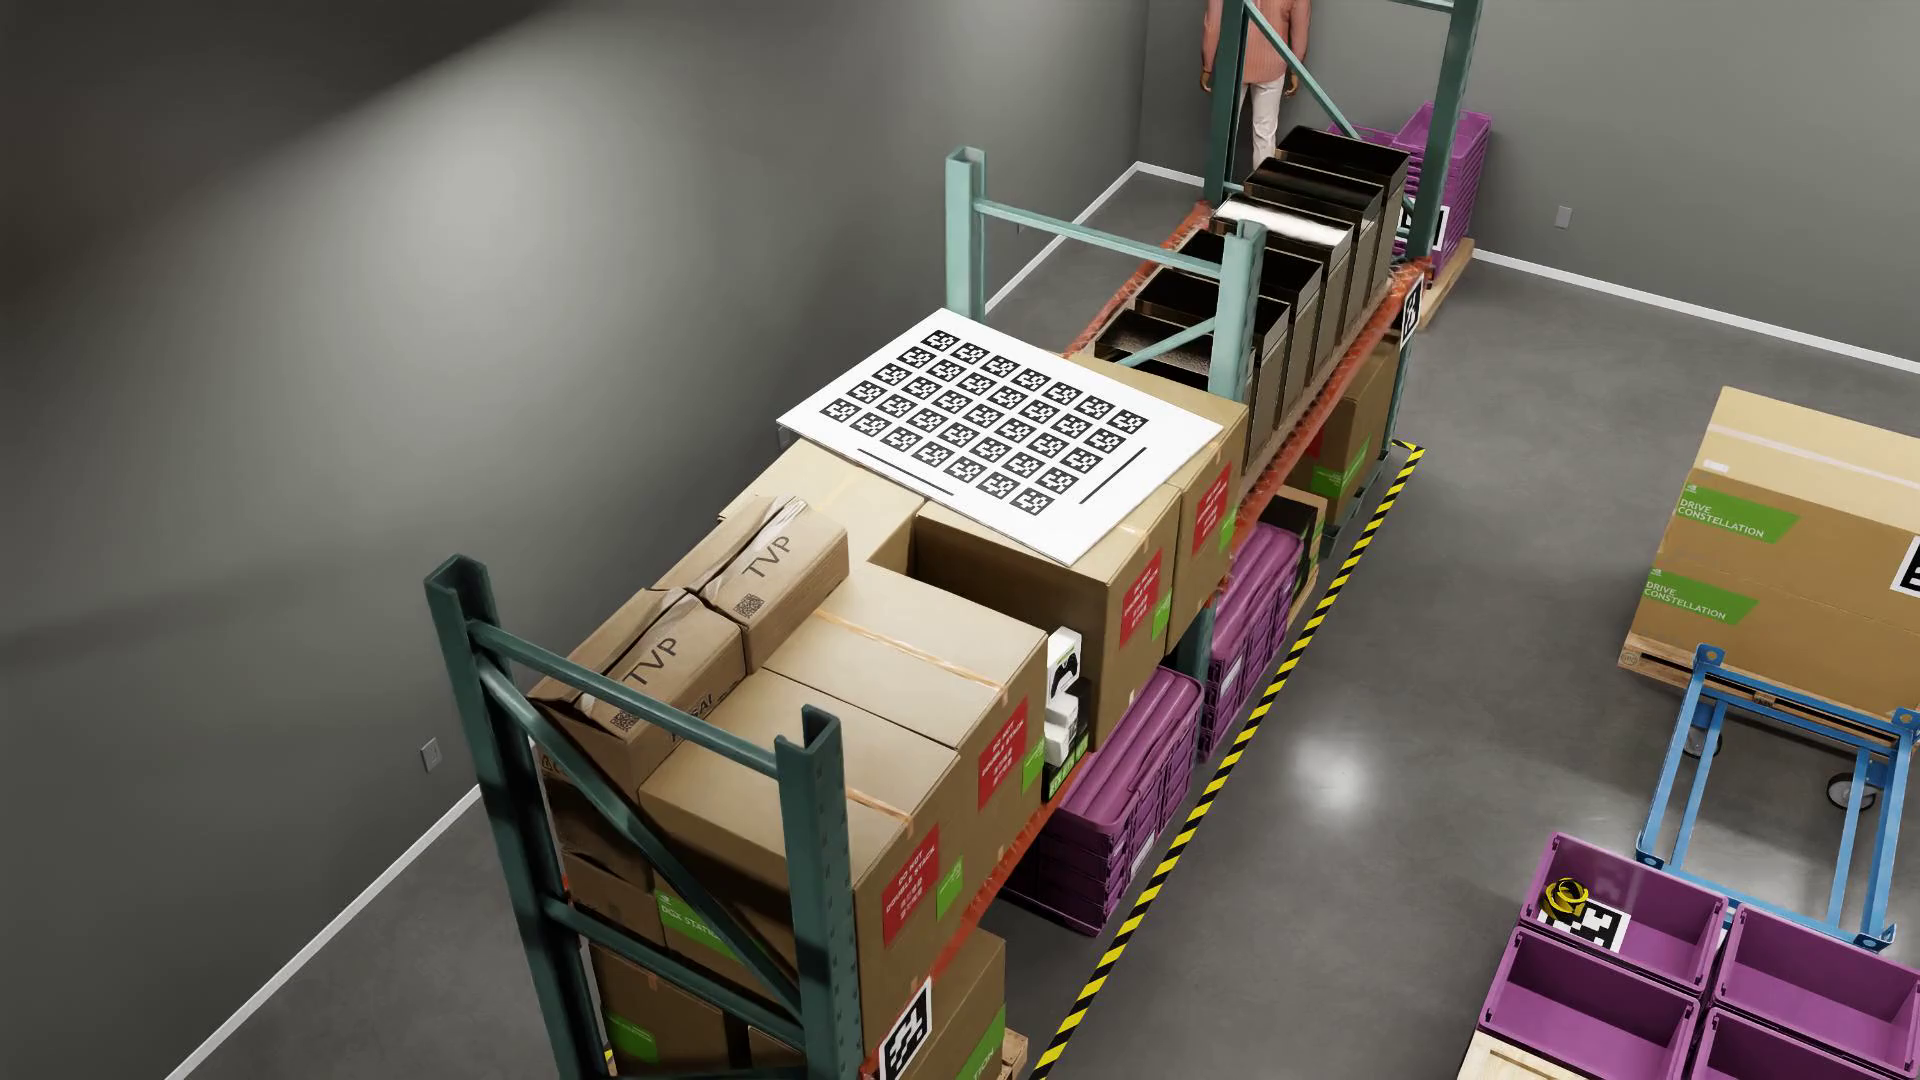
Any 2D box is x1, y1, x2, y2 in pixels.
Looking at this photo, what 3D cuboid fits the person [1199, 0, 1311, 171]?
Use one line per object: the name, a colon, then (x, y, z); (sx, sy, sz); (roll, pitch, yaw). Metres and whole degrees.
person: (1.741, -2.835, 9.932); (0.622, 1.993, 0.382); (4, 40, 4)
